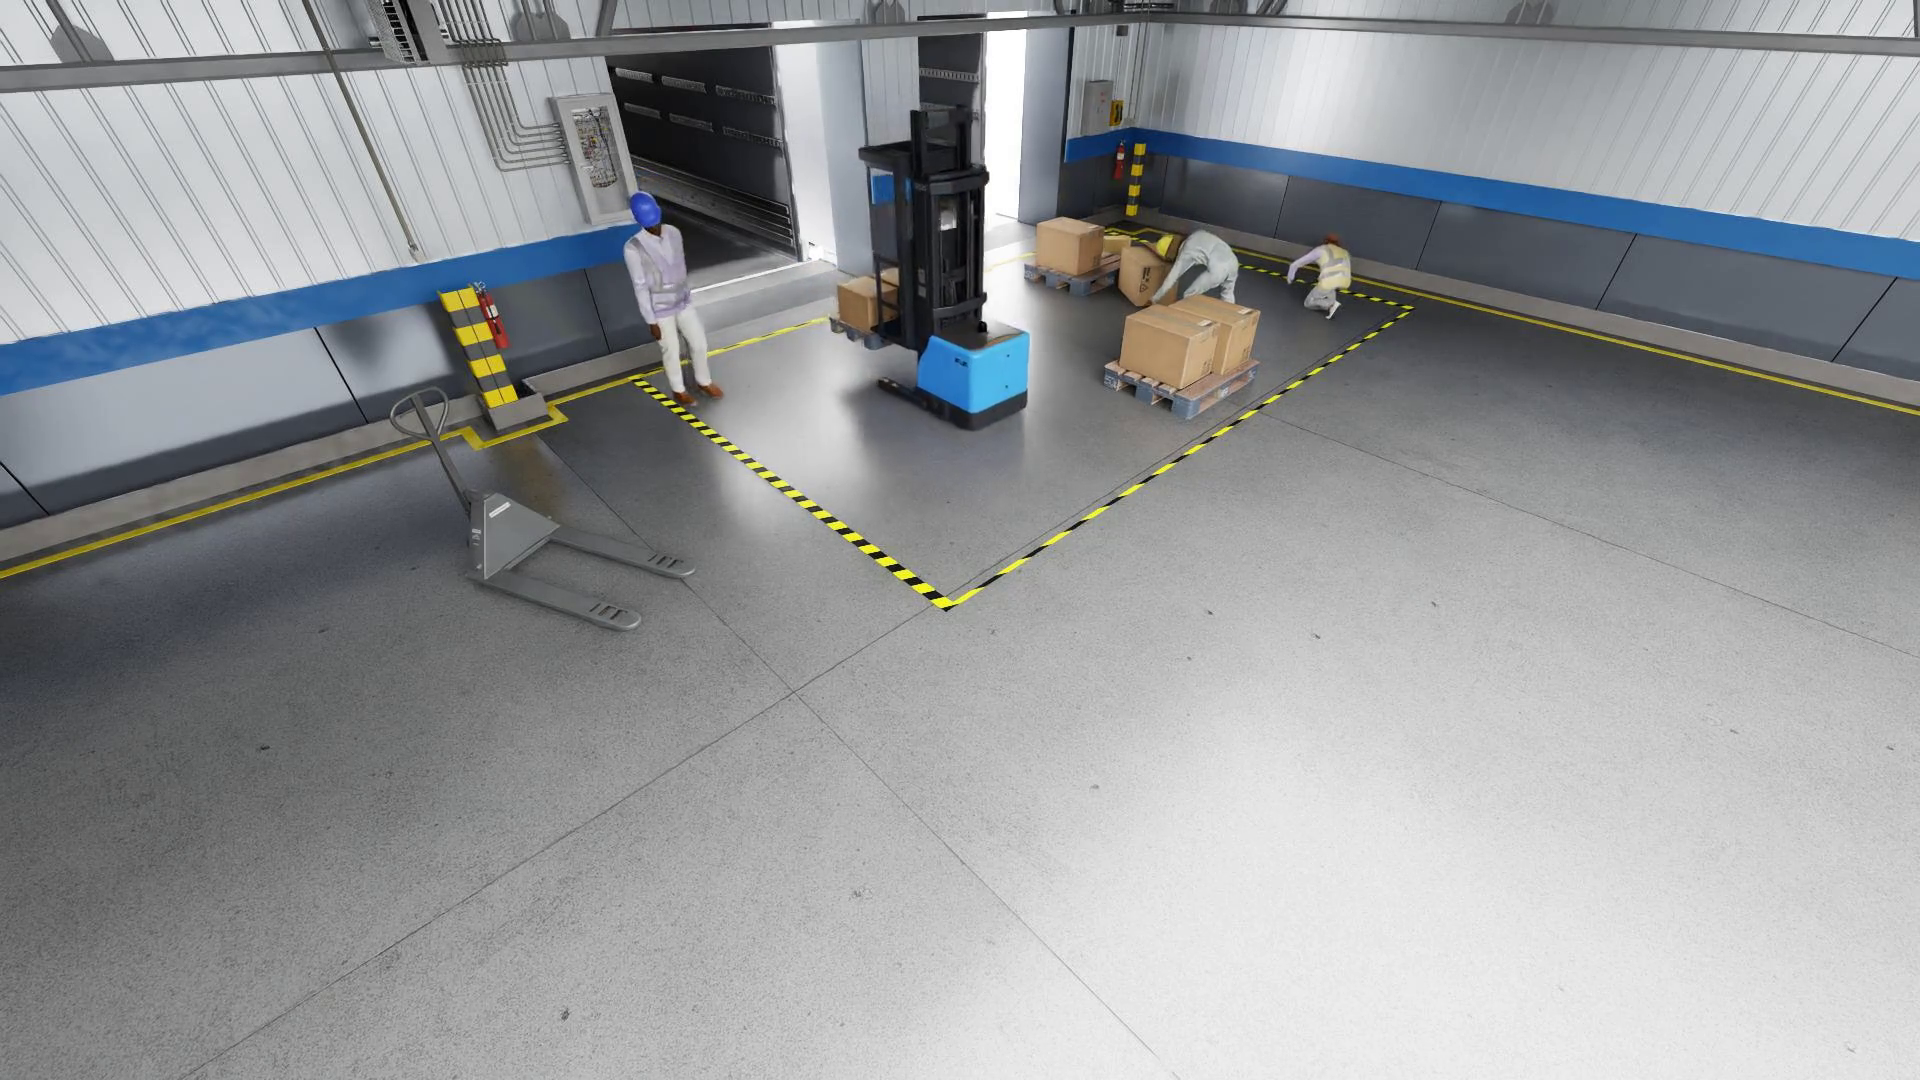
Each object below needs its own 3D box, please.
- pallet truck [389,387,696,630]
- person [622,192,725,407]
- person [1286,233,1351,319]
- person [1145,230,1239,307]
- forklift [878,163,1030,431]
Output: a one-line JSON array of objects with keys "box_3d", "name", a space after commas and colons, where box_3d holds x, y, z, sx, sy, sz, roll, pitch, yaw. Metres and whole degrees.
[{"box_3d": [-2.613, -0.247, 4.593, 1.601, 1.201, 0.680, 14, 40, 17], "name": "pallet truck"}, {"box_3d": [-2.513, -2.006, 6.330, 0.530, 1.899, 0.628, 21, 43, 25], "name": "person"}, {"box_3d": [4.356, -3.119, 8.708, 0.638, 0.816, 0.906, -4, 38, -5], "name": "person"}, {"box_3d": [2.579, -2.741, 7.930, 0.874, 1.119, 0.758, -10, 39, -13], "name": "person"}, {"box_3d": [0.073, -2.044, 6.262, 0.716, 2.013, 0.776, -30, 47, -33], "name": "forklift"}]
